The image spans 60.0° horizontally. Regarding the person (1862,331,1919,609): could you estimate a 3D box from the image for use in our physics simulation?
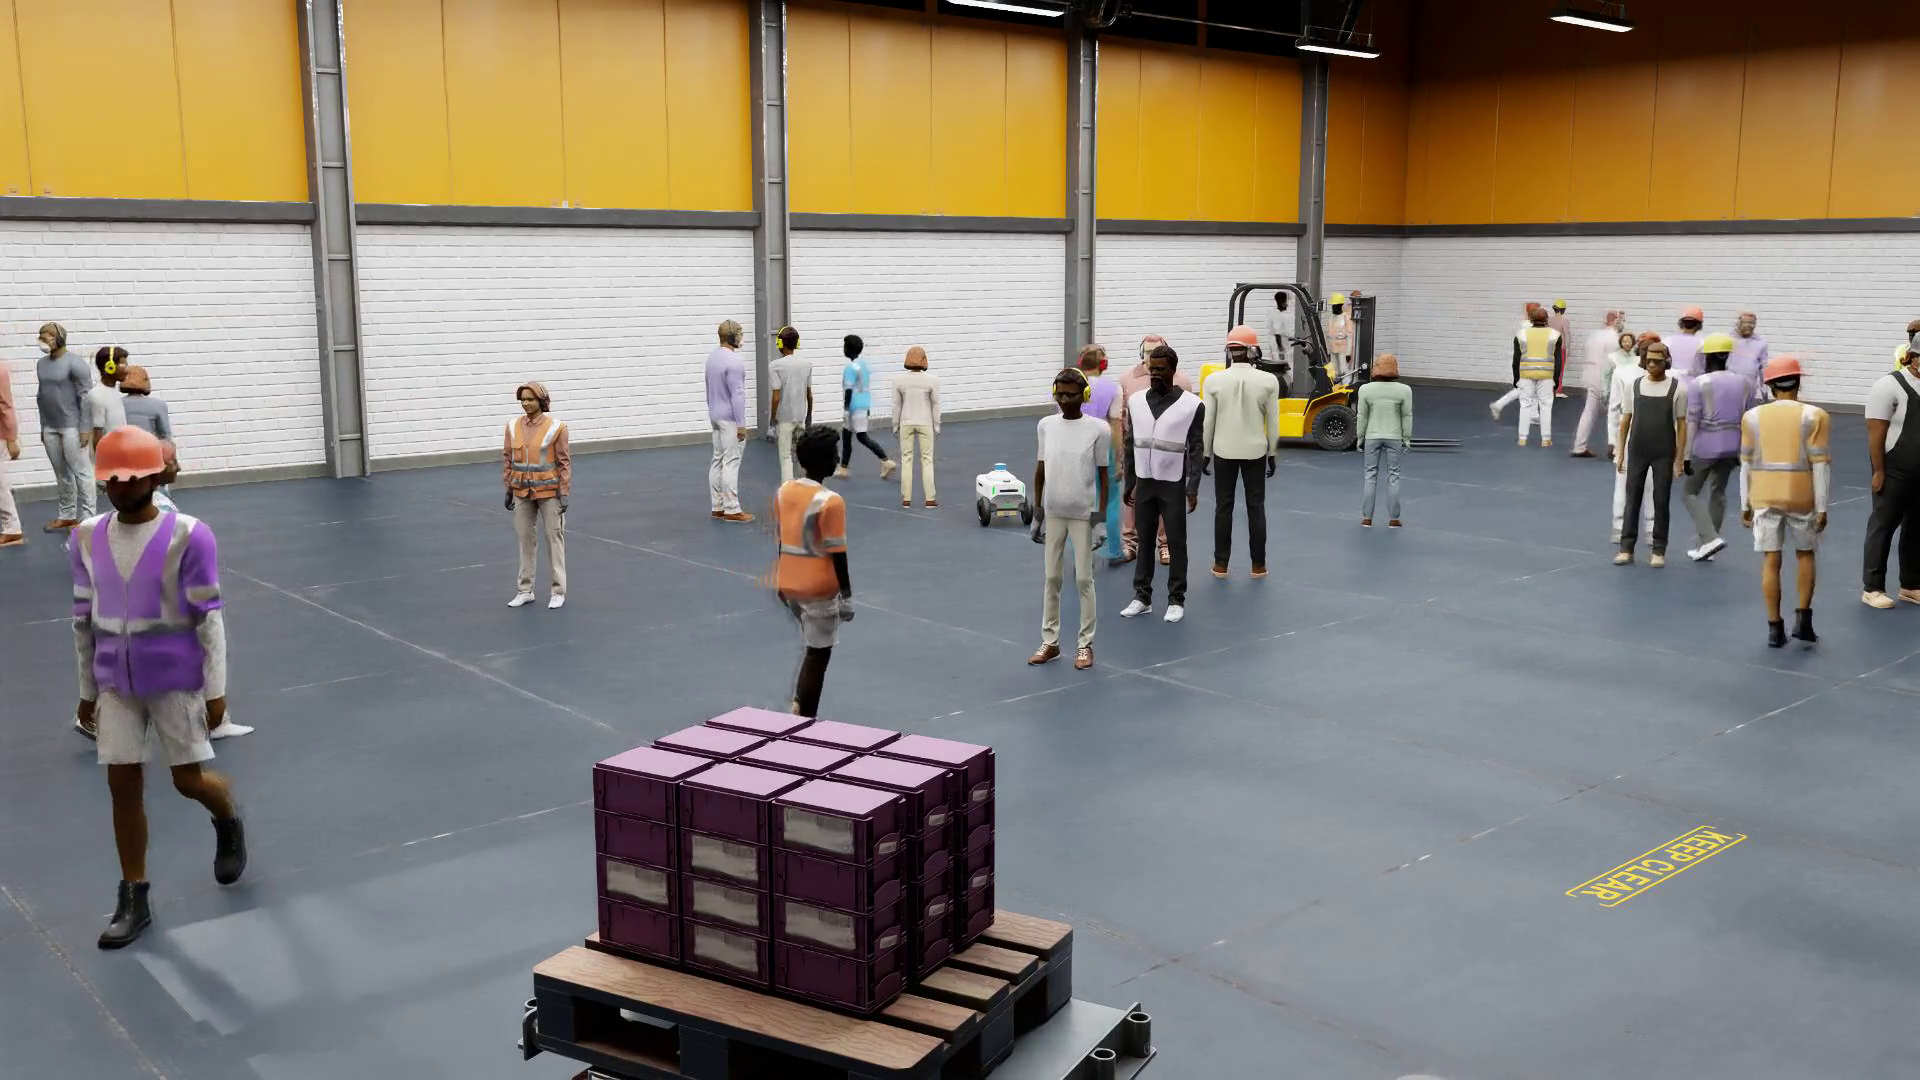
[{"bbox_3d":[6.892,-0.519,11.979,0.673,2.000,0.536,-2,10,-12],"label":"person"}]

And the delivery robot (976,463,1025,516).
[{"bbox_3d":[0.385,-0.487,15.863,0.477,0.478,0.707,-2,10,-12],"label":"delivery robot"}]

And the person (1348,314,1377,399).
[{"bbox_3d":[6.265,-2.781,26.063,0.686,1.748,0.523,5,11,26],"label":"person"}]

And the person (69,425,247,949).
[{"bbox_3d":[-3.063,0.510,6.312,0.560,1.918,0.759,0,10,0],"label":"person"}]

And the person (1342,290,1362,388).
[{"bbox_3d":[7.334,-3.688,30.927,0.643,1.908,0.399,3,10,19],"label":"person"}]

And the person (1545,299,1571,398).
[{"bbox_3d":[10.705,-3.427,29.810,0.308,1.769,0.525,-7,12,-34],"label":"person"}]

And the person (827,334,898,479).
[{"bbox_3d":[-1.107,-1.504,18.850,0.827,1.663,0.529,2,10,11],"label":"person"}]

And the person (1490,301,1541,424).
[{"bbox_3d":[8.507,-2.672,25.131,0.780,1.858,0.584,5,11,26],"label":"person"}]

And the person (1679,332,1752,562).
[{"bbox_3d":[6.206,-0.750,13.696,0.617,1.911,0.508,-2,10,-12],"label":"person"}]

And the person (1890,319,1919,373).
[{"bbox_3d":[10.568,-1.524,18.464,0.429,1.839,0.621,-5,11,-26],"label":"person"}]

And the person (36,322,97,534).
[{"bbox_3d":[-8.193,-1.024,15.231,0.635,1.937,0.352,5,11,25],"label":"person"}]

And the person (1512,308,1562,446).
[{"bbox_3d":[7.704,-2.171,22.234,0.623,1.844,0.430,4,10,21],"label":"person"}]

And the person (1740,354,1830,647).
[{"bbox_3d":[5.368,-0.256,10.871,0.565,1.897,0.506,7,12,36],"label":"person"}]

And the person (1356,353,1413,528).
[{"bbox_3d":[3.955,-0.922,15.524,0.507,1.633,0.280,3,10,16],"label":"person"}]

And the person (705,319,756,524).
[{"bbox_3d":[-2.207,-1.128,15.841,0.353,1.937,0.635,-6,11,-32],"label":"person"}]

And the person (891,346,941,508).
[{"bbox_3d":[-0.440,-1.132,16.752,0.501,1.633,0.286,1,10,8],"label":"person"}]

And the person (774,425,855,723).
[{"bbox_3d":[-0.726,0.252,8.497,0.386,1.678,0.559,-7,12,-36],"label":"person"}]

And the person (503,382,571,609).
[{"bbox_3d":[-3.046,-0.321,11.986,0.513,1.642,0.311,2,10,13],"label":"person"}]

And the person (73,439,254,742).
[{"bbox_3d":[-4.157,0.285,8.541,0.800,1.611,0.523,-7,12,-36],"label":"person"}]

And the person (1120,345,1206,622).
[{"bbox_3d":[1.414,-0.395,11.612,0.589,1.919,0.393,6,11,31],"label":"person"}]

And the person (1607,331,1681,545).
[{"bbox_3d":[6.003,-0.894,14.638,0.577,1.881,0.356,4,10,20],"label":"person"}]

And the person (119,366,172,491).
[{"bbox_3d":[-6.862,-0.643,13.950,0.553,1.619,0.385,-3,10,-17],"label":"person"}]

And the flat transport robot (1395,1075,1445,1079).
[{"bbox_3d":[0.995,1.718,4.055,1.431,0.197,0.652,-9,13,-42],"label":"flat transport robot"}]

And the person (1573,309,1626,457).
[{"bbox_3d":[8.185,-1.944,20.821,0.955,1.859,0.663,0,10,0],"label":"person"}]

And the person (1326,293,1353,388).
[{"bbox_3d":[6.399,-3.213,28.148,0.429,1.913,0.598,-5,11,-26],"label":"person"}]

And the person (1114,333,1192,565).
[{"bbox_3d":[1.568,-0.744,13.692,0.643,1.908,0.411,2,10,14],"label":"person"}]

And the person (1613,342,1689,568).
[{"bbox_3d":[5.635,-0.693,13.569,0.515,1.843,0.327,6,11,31],"label":"person"}]

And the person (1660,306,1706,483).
[{"bbox_3d":[8.134,-1.647,18.788,0.640,1.985,1.092,7,12,37],"label":"person"}]

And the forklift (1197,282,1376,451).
[{"bbox_3d":[4.328,-2.346,22.227,2.313,2.155,1.214,3,10,16],"label":"forklift"}]

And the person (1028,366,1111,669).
[{"bbox_3d":[0.668,-0.135,10.252,0.508,1.864,0.329,4,11,23],"label":"person"}]

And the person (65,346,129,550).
[{"bbox_3d":[-6.680,-0.597,13.002,0.601,1.844,0.535,-3,10,-14],"label":"person"}]

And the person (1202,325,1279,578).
[{"bbox_3d":[2.201,-0.688,13.110,0.612,1.991,0.391,1,10,8],"label":"person"}]

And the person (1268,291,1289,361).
[{"bbox_3d":[5.524,-3.355,28.965,0.412,1.931,0.658,1,10,8],"label":"person"}]

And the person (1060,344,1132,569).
[{"bbox_3d":[1.117,-0.670,13.476,0.600,1.821,0.717,5,11,29],"label":"person"}]

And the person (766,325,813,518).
[{"bbox_3d":[-1.640,-1.124,16.051,0.526,1.860,0.315,-9,13,-41],"label":"person"}]

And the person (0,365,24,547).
[{"bbox_3d":[-8.467,-0.872,14.257,0.655,1.962,0.826,6,11,30],"label":"person"}]

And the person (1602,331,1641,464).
[{"bbox_3d":[8.124,-1.739,20.316,0.539,1.627,0.361,3,10,16],"label":"person"}]

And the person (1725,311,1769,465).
[{"bbox_3d":[9.410,-1.807,19.999,0.668,1.872,0.806,1,10,4],"label":"person"}]
